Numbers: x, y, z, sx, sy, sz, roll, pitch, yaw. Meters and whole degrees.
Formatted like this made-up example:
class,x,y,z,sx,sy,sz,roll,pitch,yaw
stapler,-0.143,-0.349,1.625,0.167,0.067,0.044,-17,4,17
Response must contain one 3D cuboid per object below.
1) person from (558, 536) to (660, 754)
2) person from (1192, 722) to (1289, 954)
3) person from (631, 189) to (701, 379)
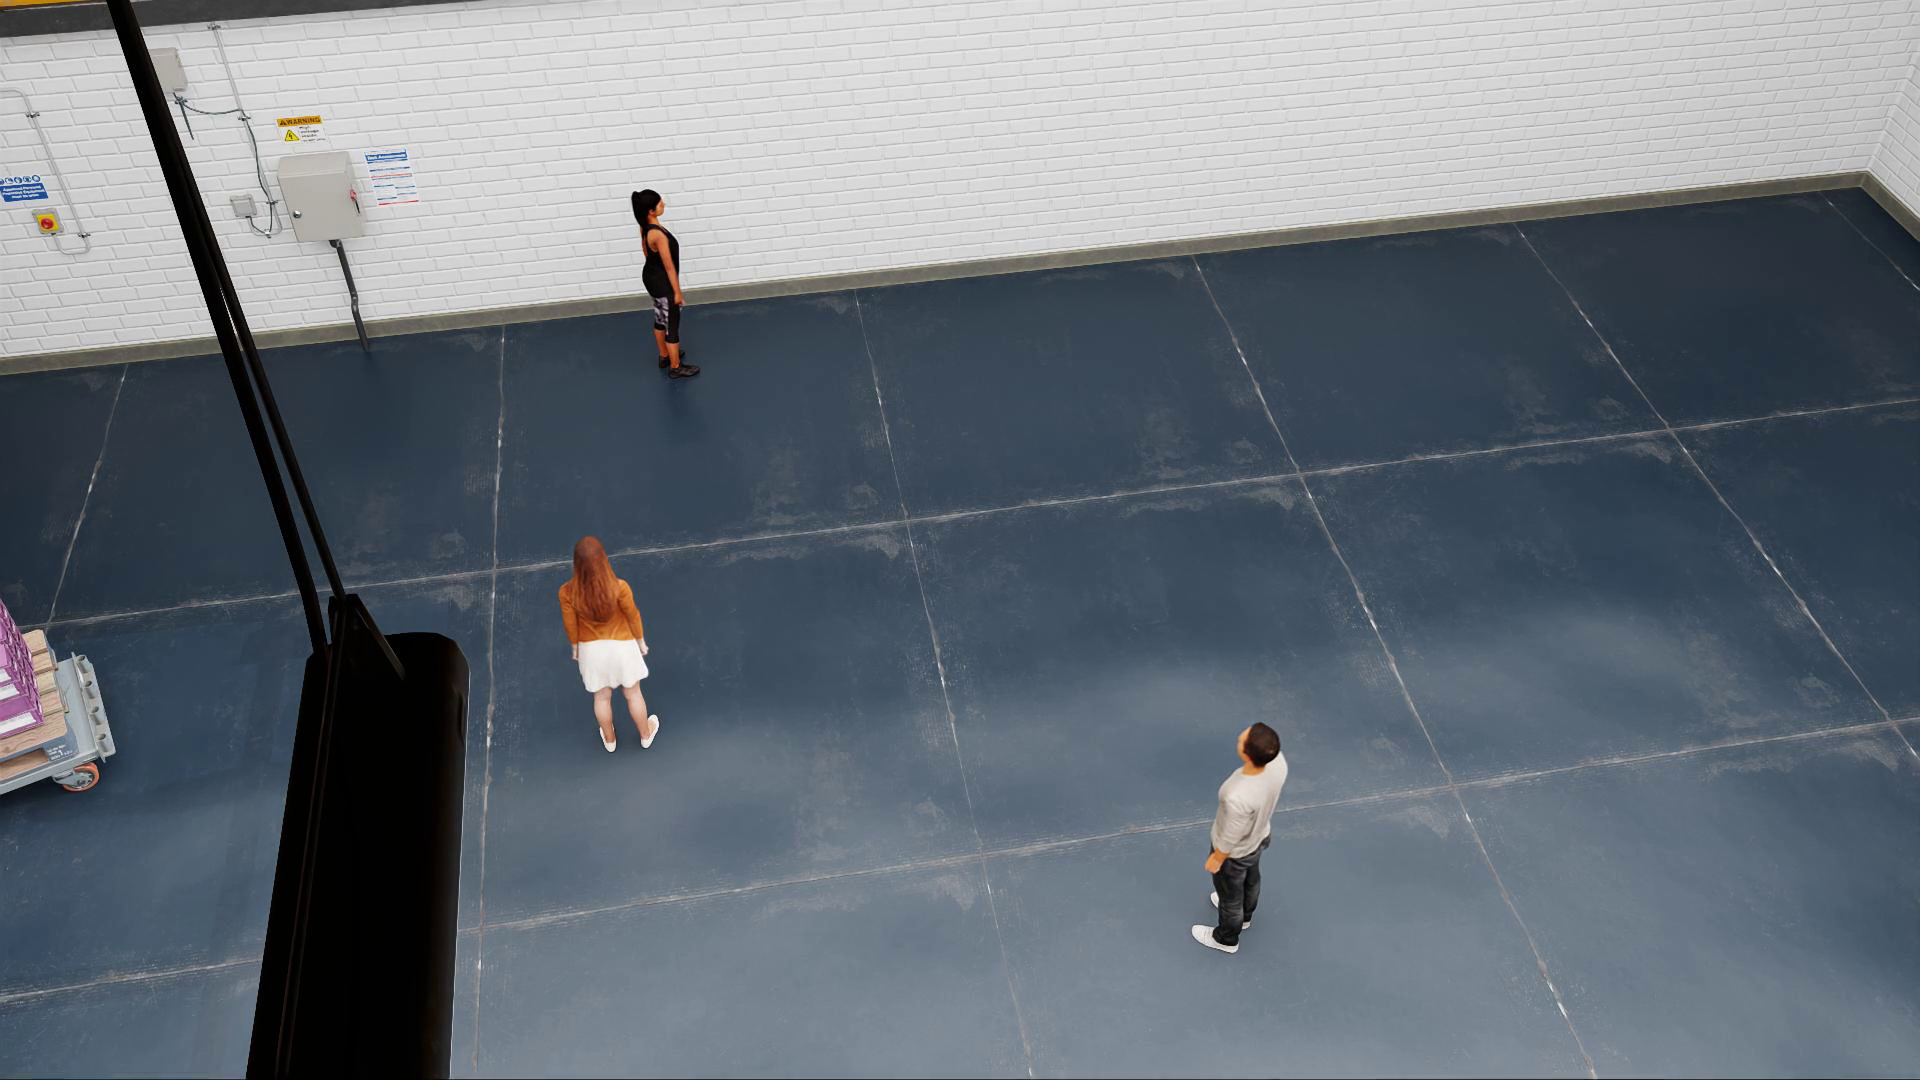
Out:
class,x,y,z,sx,sy,sz,roll,pitch,yaw
person,-2.131,0.654,10.075,0.610,1.723,0.564,-5,44,-5
person,1.539,1.610,9.007,0.779,1.811,0.730,28,50,26
person,-2.315,-2.002,12.909,0.707,1.658,0.572,-23,48,-23
